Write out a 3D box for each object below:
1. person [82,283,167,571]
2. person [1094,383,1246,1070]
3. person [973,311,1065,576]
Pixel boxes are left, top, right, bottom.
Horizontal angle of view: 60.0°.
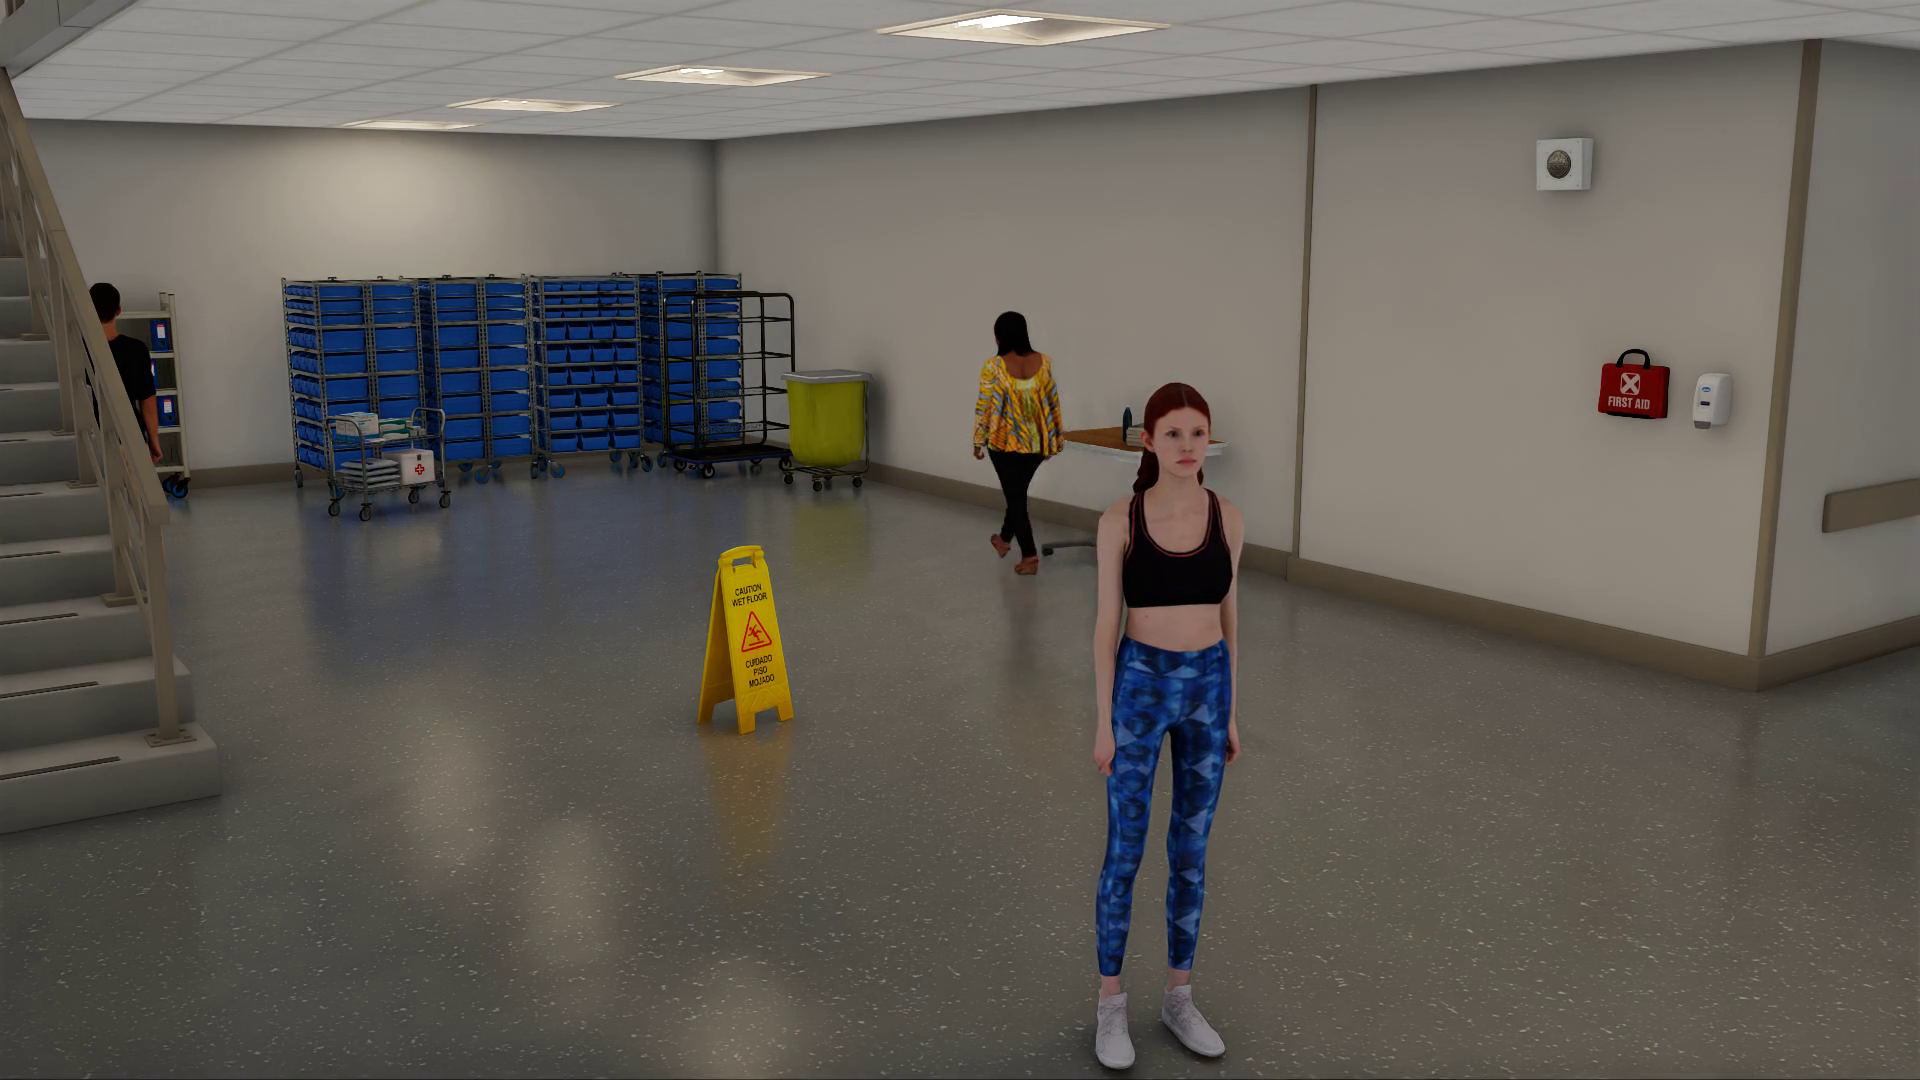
[{"bbox_3d":[-4.847,-0.541,9.540,0.671,1.858,0.550,-9,14,-41],"label":"person"},{"bbox_3d":[0.542,0.483,4.341,0.644,1.785,0.672,-3,11,-13],"label":"person"},{"bbox_3d":[0.389,-0.558,10.307,0.783,1.606,1.079,-5,12,-27],"label":"person"}]
